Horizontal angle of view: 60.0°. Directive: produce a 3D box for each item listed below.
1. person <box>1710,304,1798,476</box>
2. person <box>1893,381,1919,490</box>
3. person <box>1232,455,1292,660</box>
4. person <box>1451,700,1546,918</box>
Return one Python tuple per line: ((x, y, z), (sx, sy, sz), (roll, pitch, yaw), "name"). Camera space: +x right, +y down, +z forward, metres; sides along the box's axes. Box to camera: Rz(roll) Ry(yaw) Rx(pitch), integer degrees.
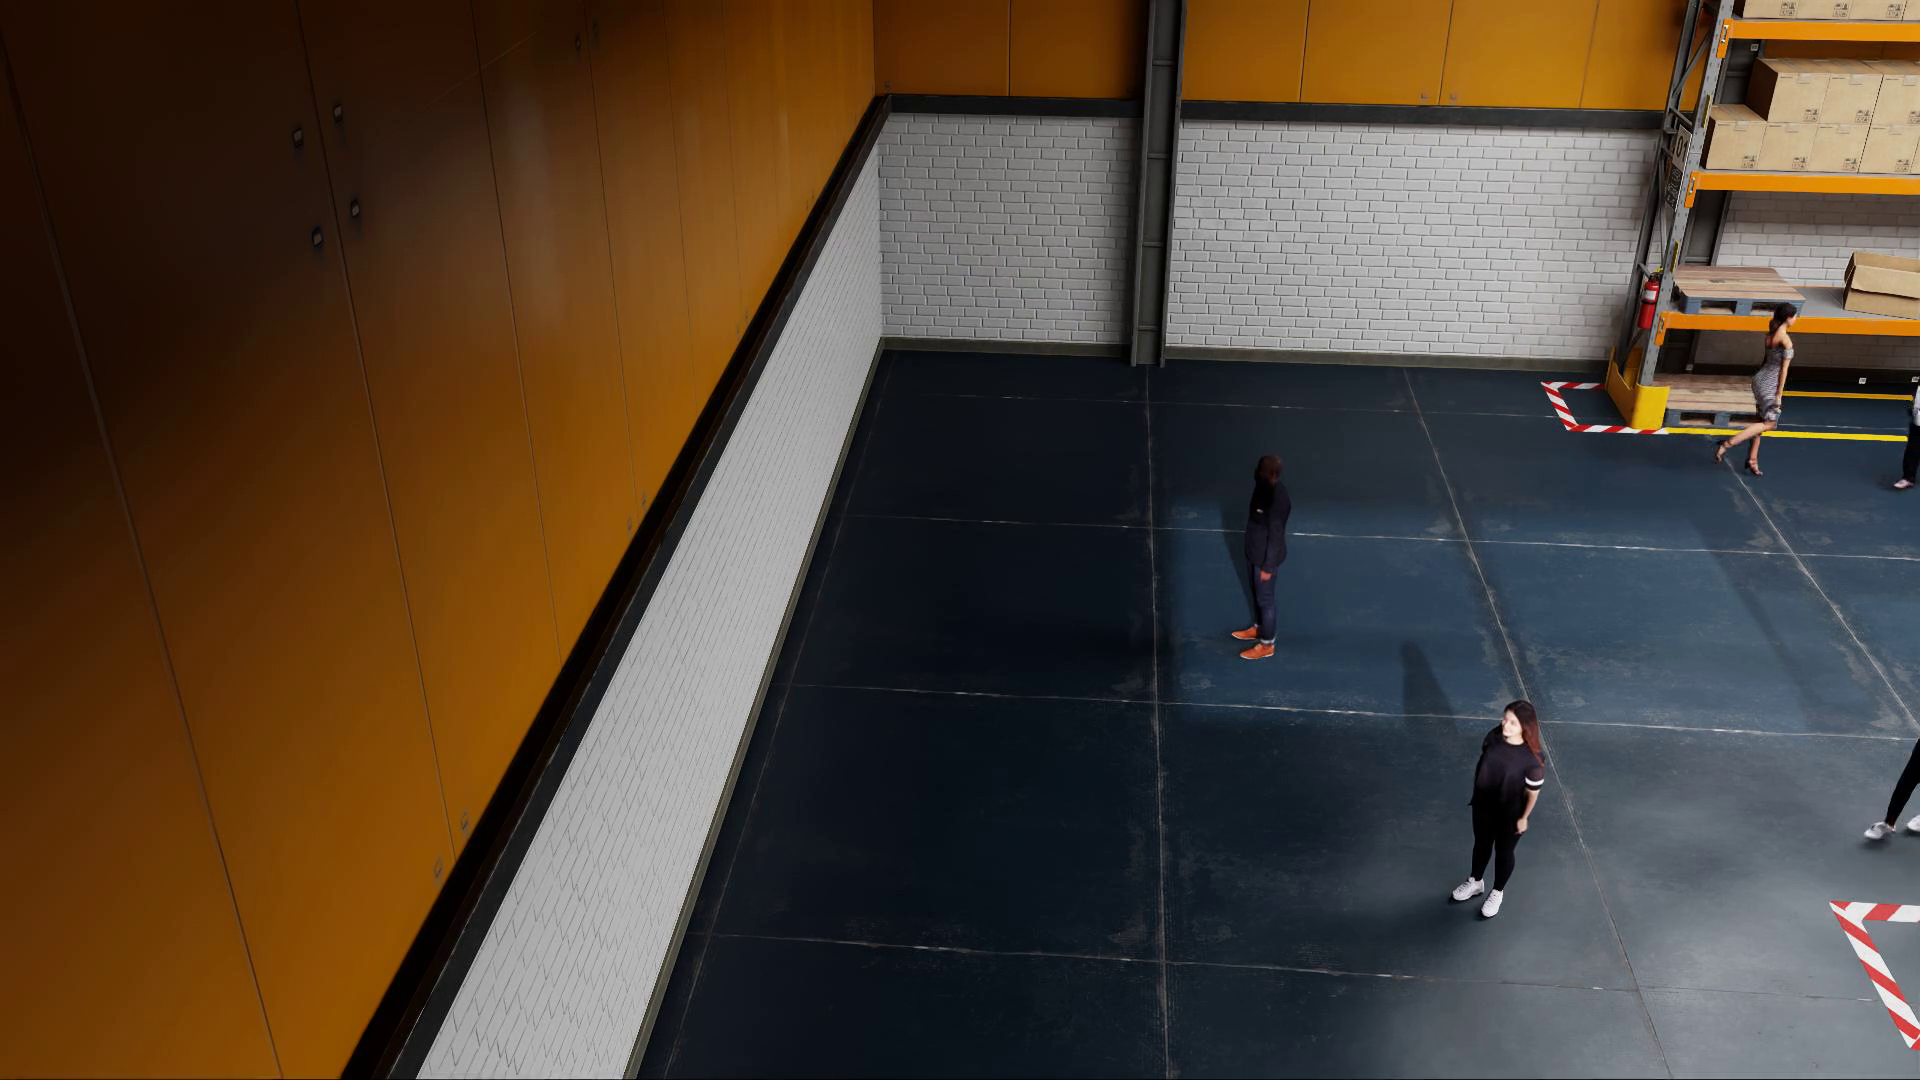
((7.986, -1.484, 16.678), (0.824, 1.803, 0.660), (2, 29, 4), "person")
((9.661, -1.216, 16.418), (0.960, 1.582, 0.885), (-11, 30, -19), "person")
((2.515, 0.122, 13.720), (0.639, 1.817, 0.729), (-2, 29, -3), "person")
((3.568, 1.738, 10.943), (0.770, 1.639, 0.710), (-22, 35, -34), "person")
